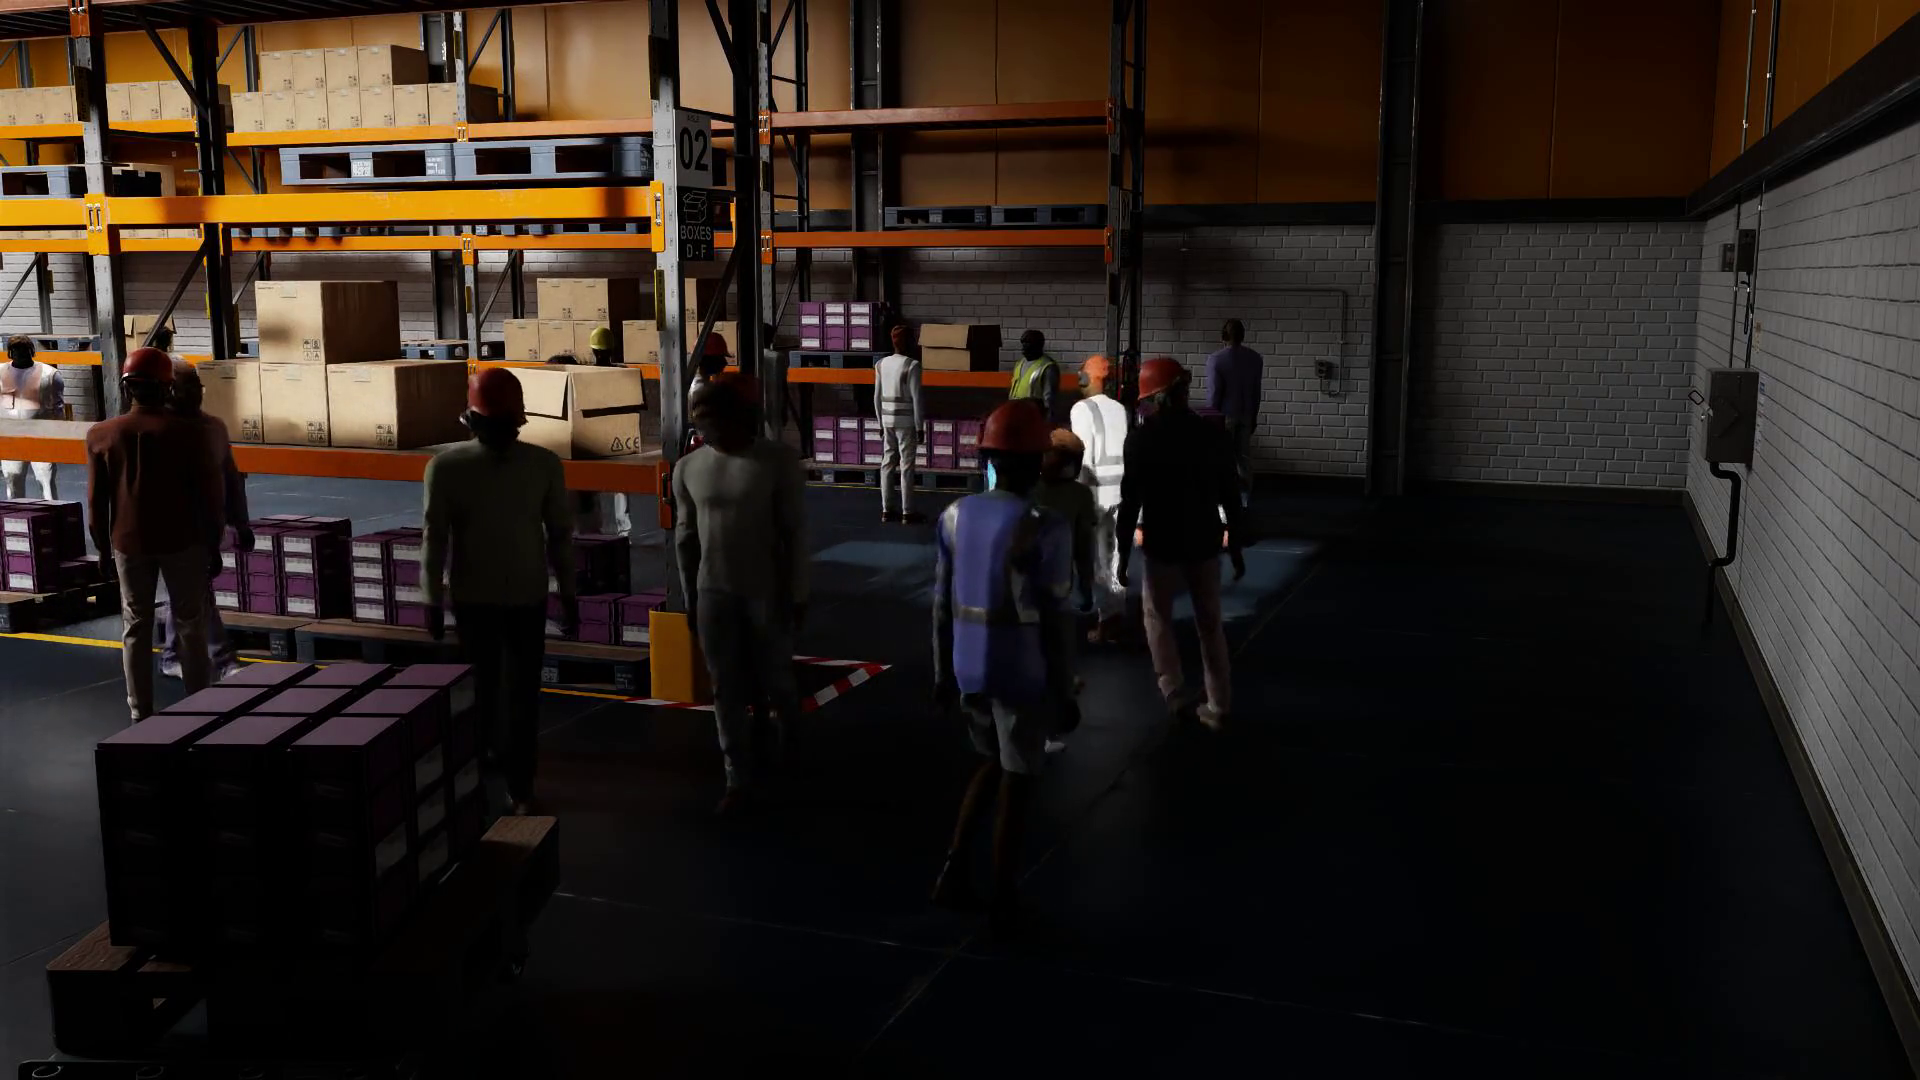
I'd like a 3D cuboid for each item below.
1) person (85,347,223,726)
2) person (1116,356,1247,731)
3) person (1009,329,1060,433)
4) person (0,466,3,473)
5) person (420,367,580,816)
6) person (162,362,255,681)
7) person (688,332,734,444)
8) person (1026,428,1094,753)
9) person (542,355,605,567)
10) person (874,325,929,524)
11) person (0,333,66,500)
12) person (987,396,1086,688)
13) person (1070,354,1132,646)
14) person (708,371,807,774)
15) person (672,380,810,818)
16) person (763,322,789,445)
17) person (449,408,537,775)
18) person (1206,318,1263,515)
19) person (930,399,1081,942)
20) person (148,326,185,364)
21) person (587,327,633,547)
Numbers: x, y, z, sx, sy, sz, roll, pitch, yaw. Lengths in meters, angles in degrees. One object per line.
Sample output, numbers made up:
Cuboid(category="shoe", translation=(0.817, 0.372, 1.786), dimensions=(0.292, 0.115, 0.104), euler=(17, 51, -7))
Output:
Cuboid(category="person", translation=(-4.103, 0.012, 8.523), dimensions=(0.625, 1.992, 0.386), euler=(-2, 9, -12))
Cuboid(category="person", translation=(1.143, 0.045, 8.475), dimensions=(0.690, 1.947, 0.623), euler=(-2, 9, -10))
Cuboid(category="person", translation=(0.695, -1.125, 16.169), dimensions=(0.439, 1.841, 0.635), euler=(-5, 11, -31))
Cuboid(category="person", translation=(-11.695, -1.705, 19.816), dimensions=(0.563, 1.830, 0.598), euler=(4, 10, 22))
Cuboid(category="person", translation=(-1.959, 0.242, 7.136), dimensions=(0.633, 1.971, 0.451), euler=(-6, 11, -32))
Cuboid(category="person", translation=(-4.283, -0.065, 9.419), dimensions=(0.960, 1.855, 0.673), euler=(4, 10, 24))
Cuboid(category="person", translation=(-1.887, -0.602, 12.593), dimensions=(0.387, 1.929, 0.545), euler=(-1, 9, -8))
Cuboid(category="person", translation=(0.441, 0.249, 8.256), dimensions=(0.563, 1.594, 0.734), euler=(-4, 10, -25))
Cuboid(category="person", translation=(-2.827, -0.385, 11.627), dimensions=(0.905, 1.800, 0.635), euler=(-2, 9, -13))
Cuboid(category="person", translation=(-0.563, -1.093, 15.821), dimensions=(0.575, 1.881, 0.356), euler=(8, 12, 40))
Cuboid(category="person", translation=(-8.283, -0.906, 14.774), dimensions=(0.627, 1.844, 0.429), euler=(-3, 10, -21))
Cuboid(category="person", translation=(0.435, 0.032, 9.402), dimensions=(0.549, 1.669, 0.703), euler=(-4, 10, -24))
Cuboid(category="person", translation=(0.910, -0.249, 10.622), dimensions=(0.536, 1.849, 0.618), euler=(8, 12, 41))
Cuboid(category="person", translation=(-0.961, 0.140, 8.013), dimensions=(0.564, 1.917, 0.601), euler=(7, 11, 37))
Cuboid(category="person", translation=(-0.972, 0.238, 7.421), dimensions=(0.656, 1.898, 0.707), euler=(2, 9, 11))
Cuboid(category="person", translation=(-2.049, -1.365, 17.602), dimensions=(0.493, 1.863, 0.327), euler=(-4, 10, -23))
Cuboid(category="person", translation=(-2.213, 0.188, 7.928), dimensions=(0.404, 1.833, 0.591), euler=(-2, 9, -12))
Cuboid(category="person", translation=(2.655, -1.191, 16.256), dimensions=(0.636, 1.939, 0.363), euler=(-5, 10, -27))
Cuboid(category="person", translation=(0.175, 0.464, 5.902), dimensions=(0.555, 1.923, 0.420), euler=(8, 12, 43))
Cuboid(category="person", translation=(-7.994, -1.226, 16.754), dimensions=(0.363, 1.864, 0.570), euler=(3, 10, 19))
Cuboid(category="person", translation=(-3.049, -0.872, 14.336), dimensions=(0.582, 1.919, 0.396), euler=(-3, 10, -20))
